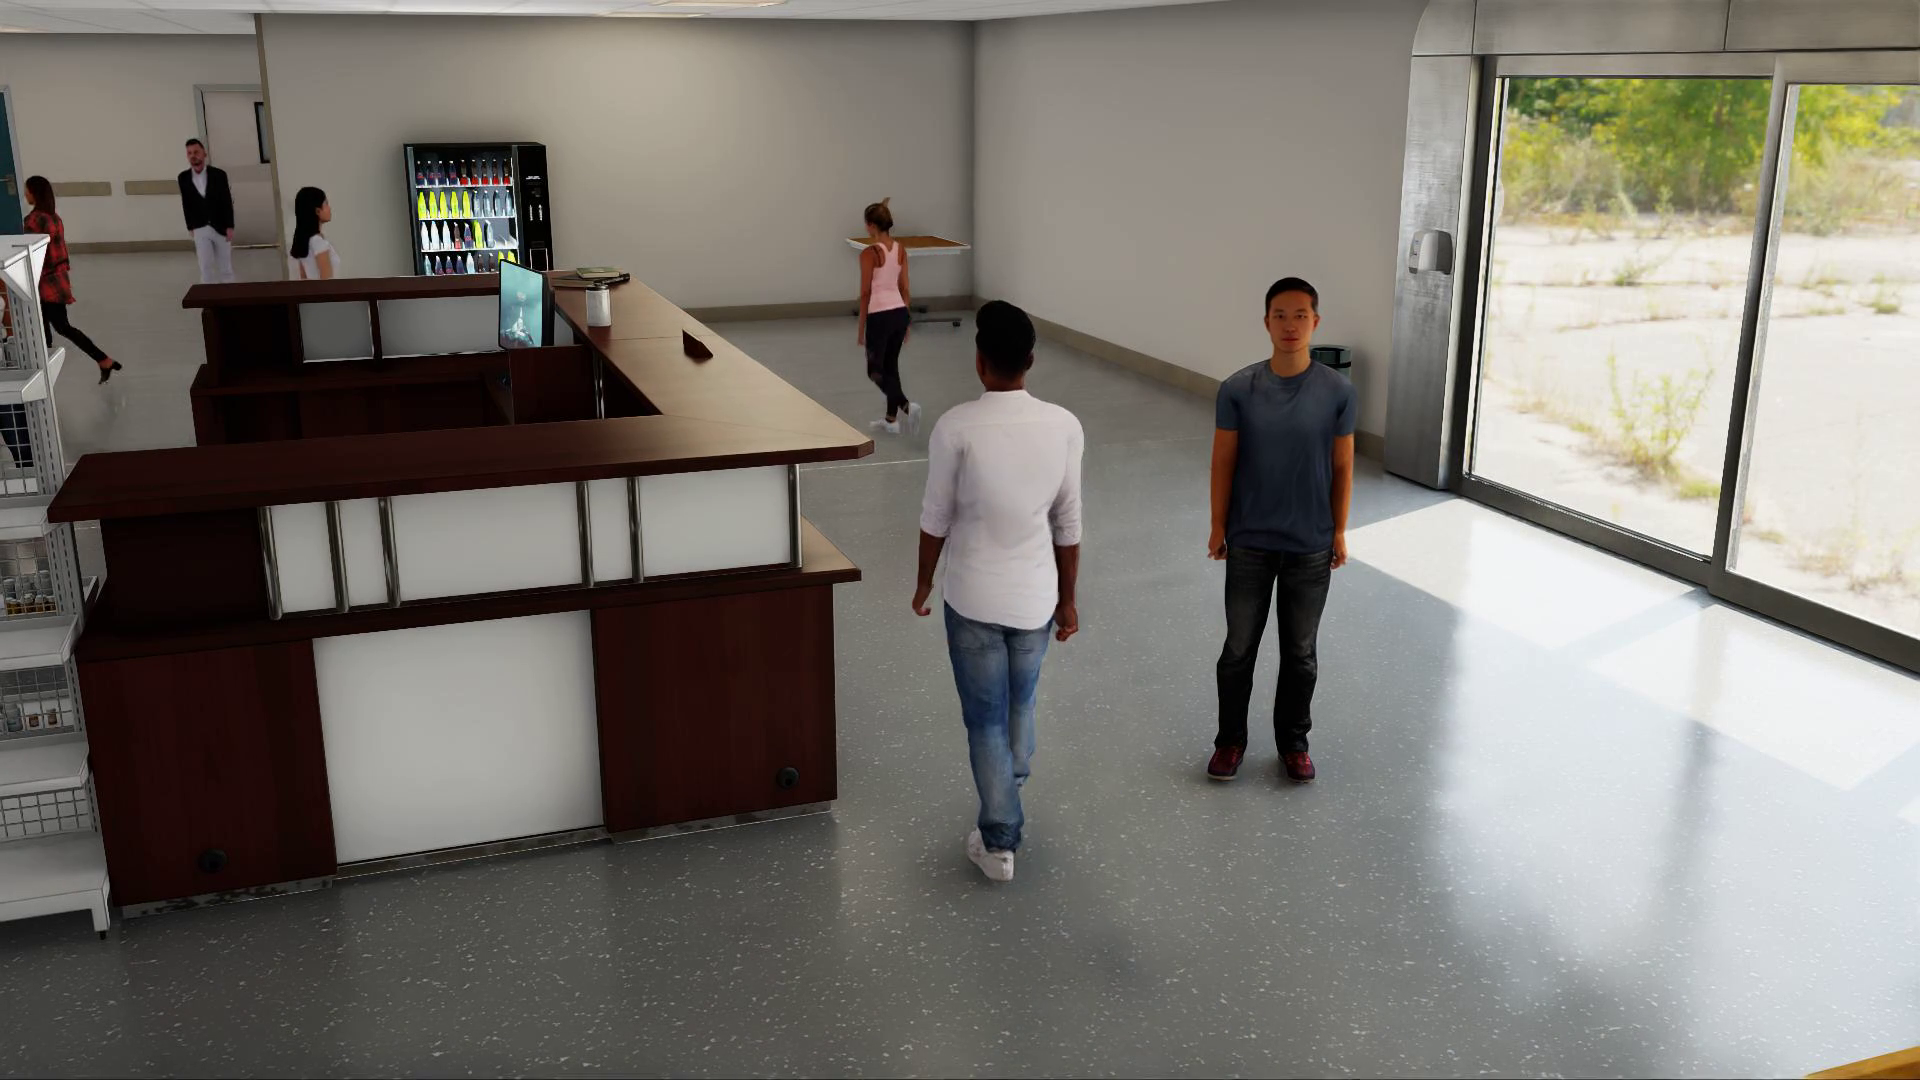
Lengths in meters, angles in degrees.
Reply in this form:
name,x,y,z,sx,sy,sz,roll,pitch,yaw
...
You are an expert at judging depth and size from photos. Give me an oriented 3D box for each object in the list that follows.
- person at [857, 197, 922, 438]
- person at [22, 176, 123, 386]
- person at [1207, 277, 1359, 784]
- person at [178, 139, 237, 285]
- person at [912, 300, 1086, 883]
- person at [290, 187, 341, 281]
name,x,y,z,sx,sy,sz,roll,pitch,yaw
person,-0.472,-1.505,11.442,0.909,1.654,0.857,-12,20,-37
person,-7.142,-2.008,13.190,1.124,1.674,0.782,-2,16,-6
person,1.130,-0.026,5.906,0.638,1.810,0.783,1,16,5
person,-7.583,-3.125,16.919,1.198,1.799,0.778,-4,16,-14
person,0.148,0.191,5.190,0.897,1.783,0.744,-5,17,-18
person,-4.231,-1.360,10.802,1.261,1.722,0.782,-10,19,-32
